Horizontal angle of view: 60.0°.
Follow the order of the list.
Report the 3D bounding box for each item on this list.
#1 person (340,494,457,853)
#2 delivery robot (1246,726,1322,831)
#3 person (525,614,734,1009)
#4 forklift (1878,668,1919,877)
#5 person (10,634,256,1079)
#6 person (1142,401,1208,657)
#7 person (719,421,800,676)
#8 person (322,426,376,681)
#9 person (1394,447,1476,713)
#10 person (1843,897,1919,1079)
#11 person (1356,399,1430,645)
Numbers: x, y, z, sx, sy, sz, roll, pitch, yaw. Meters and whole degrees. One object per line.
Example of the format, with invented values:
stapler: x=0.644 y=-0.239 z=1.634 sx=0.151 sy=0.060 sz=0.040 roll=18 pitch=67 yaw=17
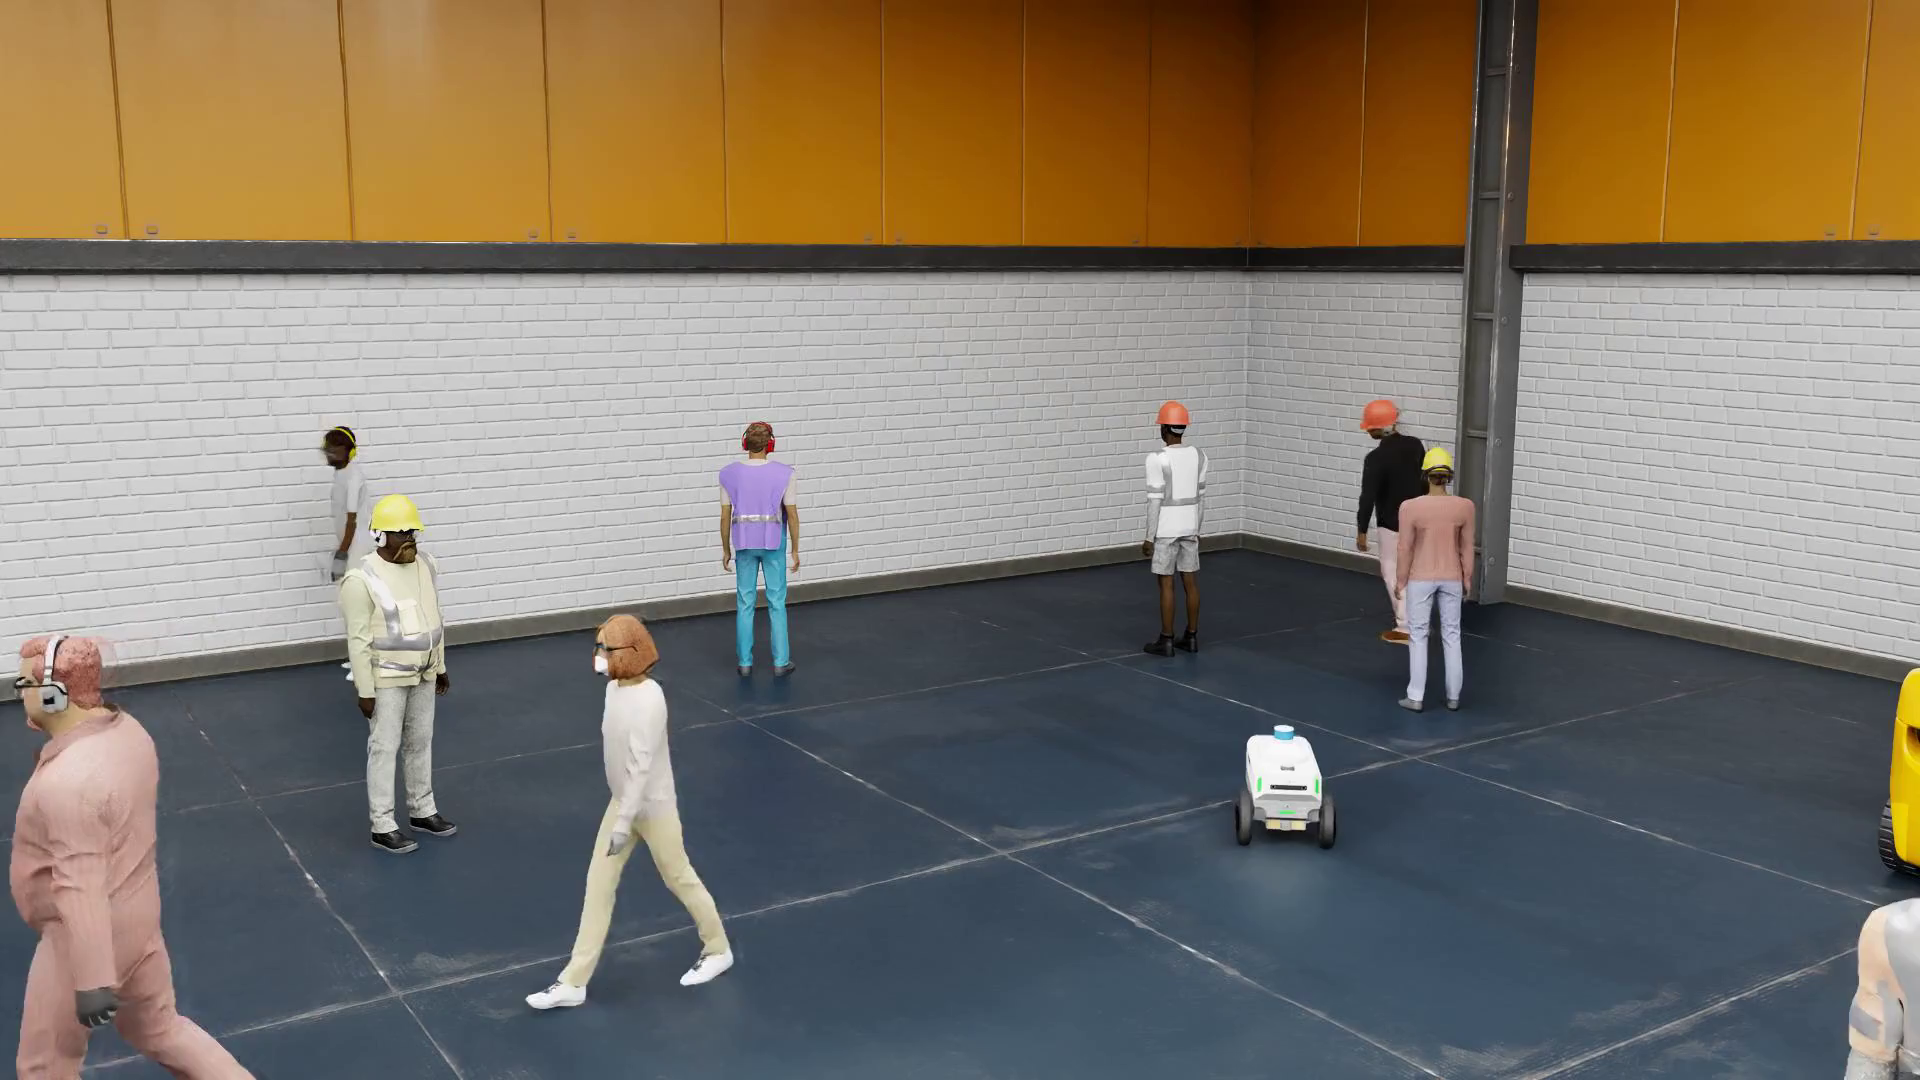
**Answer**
person: x=-2.834 y=0.669 z=8.445 sx=0.403 sy=1.825 sz=0.591 roll=4 pitch=10 yaw=24
delivery robot: x=1.685 y=1.213 z=8.682 sx=0.477 sy=0.478 sz=0.707 roll=1 pitch=10 yaw=6
person: x=-1.306 y=1.078 z=6.683 sx=0.877 sy=1.585 sz=0.497 roll=-7 pitch=12 yaw=-37
forklift: x=5.511 y=0.571 z=7.906 sx=2.313 sy=2.155 sz=1.214 roll=-6 pitch=11 yaw=-33
person: x=-2.592 y=1.195 z=5.130 sx=0.921 sy=1.876 sz=0.654 roll=-2 pitch=10 yaw=-9
person: x=1.607 y=-0.082 z=12.610 sx=0.546 sy=1.939 sz=0.375 roll=-5 pitch=11 yaw=-30
person: x=-1.437 y=0.071 z=11.963 sx=0.571 sy=1.845 sz=0.382 roll=0 pitch=9 yaw=1
person: x=-4.365 y=0.081 z=11.962 sx=0.360 sy=1.837 sz=0.591 roll=-4 pitch=10 yaw=-25
person: x=3.139 y=0.266 z=11.035 sx=0.533 sy=1.767 sz=0.326 roll=-1 pitch=9 yaw=-4
person: x=2.296 y=1.423 z=3.725 sx=0.603 sy=1.894 sz=0.878 roll=8 pitch=12 yaw=39
person: x=3.385 y=-0.134 z=12.940 sx=0.696 sy=1.932 sz=0.454 roll=-7 pitch=12 yaw=-37
